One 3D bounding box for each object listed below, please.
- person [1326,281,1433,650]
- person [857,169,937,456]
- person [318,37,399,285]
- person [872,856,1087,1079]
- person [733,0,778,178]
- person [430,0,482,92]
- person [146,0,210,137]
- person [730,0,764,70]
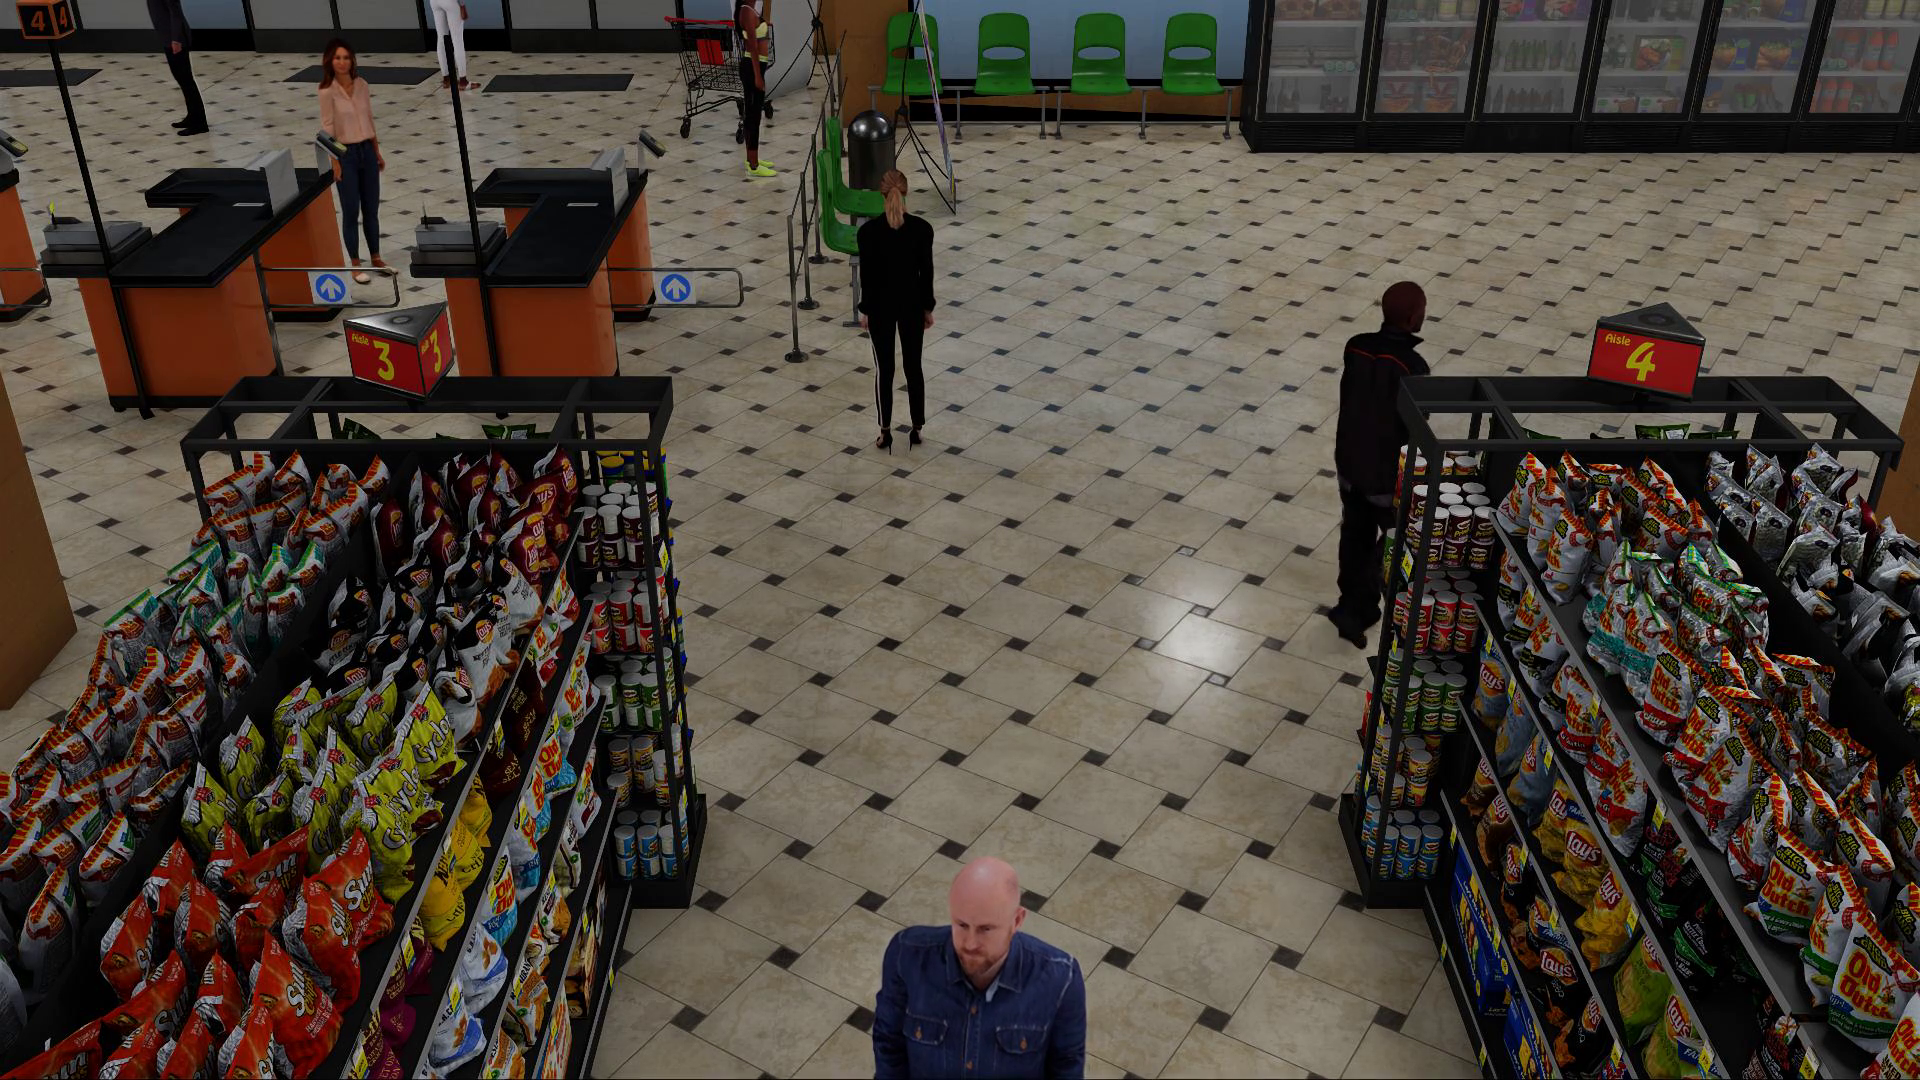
[{"bbox_3d":[1.871,-0.310,7.727,0.980,1.809,0.927,-19,34,-31],"label":"person"},{"bbox_3d":[-0.369,-1.313,9.671,0.659,1.707,0.602,-5,29,-10],"label":"person"},{"bbox_3d":[-4.506,-2.826,12.357,0.733,1.790,0.654,21,35,33],"label":"person"},{"bbox_3d":[0.043,1.559,4.288,0.741,1.826,0.632,4,29,7],"label":"person"},{"bbox_3d":[-1.853,-4.141,14.801,0.652,1.755,0.504,-5,29,-9],"label":"person"},{"bbox_3d":[-5.438,-5.657,17.610,0.669,1.725,0.676,15,32,25],"label":"person"},{"bbox_3d":[-7.603,-4.869,16.047,0.871,1.839,0.731,-16,32,-26],"label":"person"},{"bbox_3d":[-2.391,-6.185,18.407,0.712,1.888,0.652,8,30,14],"label":"person"}]
